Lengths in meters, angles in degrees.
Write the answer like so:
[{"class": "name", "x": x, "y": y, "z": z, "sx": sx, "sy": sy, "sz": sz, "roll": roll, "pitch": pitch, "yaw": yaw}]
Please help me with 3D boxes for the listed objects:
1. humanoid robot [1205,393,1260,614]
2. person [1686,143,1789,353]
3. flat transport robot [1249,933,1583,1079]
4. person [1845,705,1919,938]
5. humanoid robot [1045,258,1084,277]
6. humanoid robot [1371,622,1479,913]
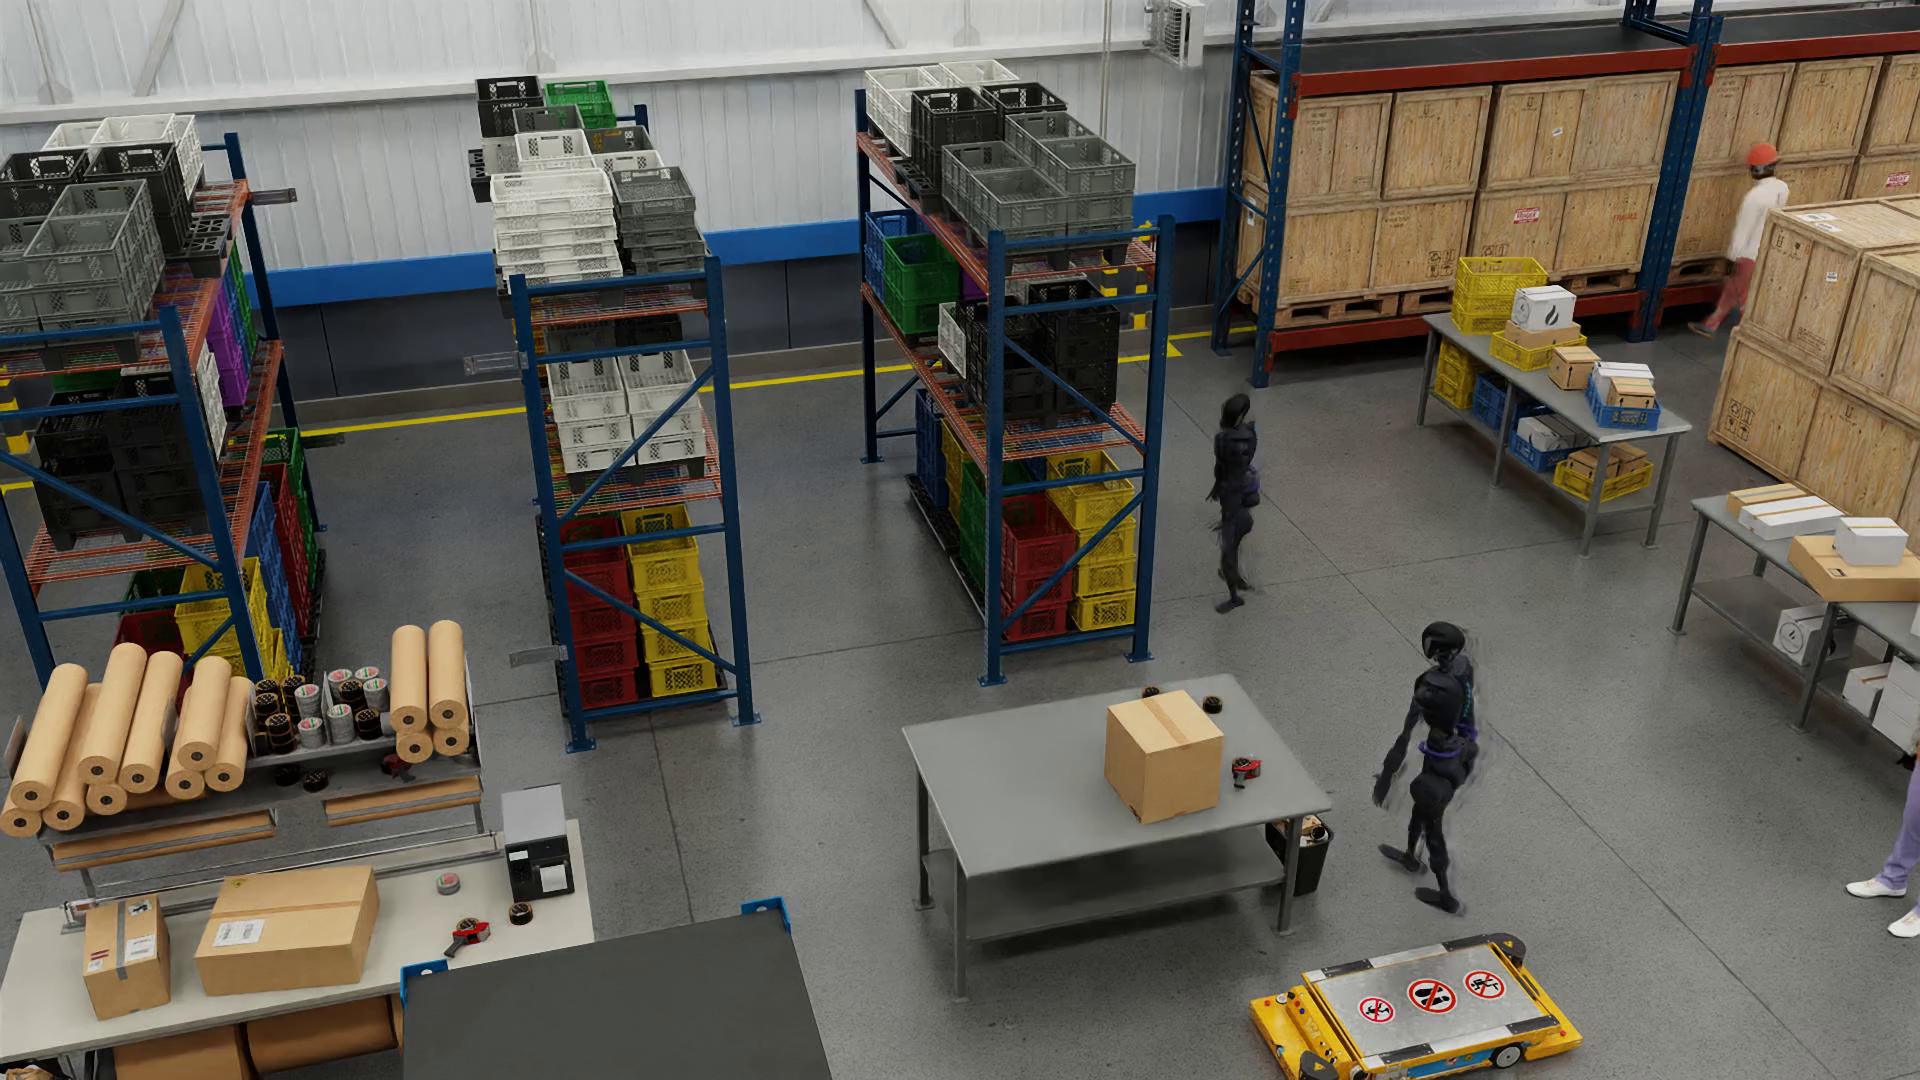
[{"class": "humanoid robot", "x": 1.846, "y": -0.279, "z": 11.237, "sx": 0.390, "sy": 1.627, "sz": 0.706, "roll": 0, "pitch": 29, "yaw": -1}, {"class": "person", "x": 7.199, "y": -2.672, "z": 15.292, "sx": 0.644, "sy": 1.949, "sz": 0.810, "roll": -21, "pitch": 35, "yaw": -33}, {"class": "flat transport robot", "x": 2.184, "y": 2.282, "z": 7.980, "sx": 1.431, "sy": 0.197, "sz": 0.652, "roll": -8, "pitch": 30, "yaw": -14}, {"class": "person", "x": 4.960, "y": 1.152, "z": 8.344, "sx": 0.383, "sy": 1.927, "sz": 0.587, "roll": -4, "pitch": 29, "yaw": -8}, {"class": "humanoid robot", "x": 0.793, "y": -1.916, "z": 14.187, "sx": 0.569, "sy": 1.653, "sz": 0.332, "roll": 2, "pitch": 29, "yaw": 4}, {"class": "humanoid robot", "x": 2.458, "y": 1.148, "z": 8.619, "sx": 0.645, "sy": 1.644, "sz": 0.639, "roll": 24, "pitch": 37, "yaw": 37}]
